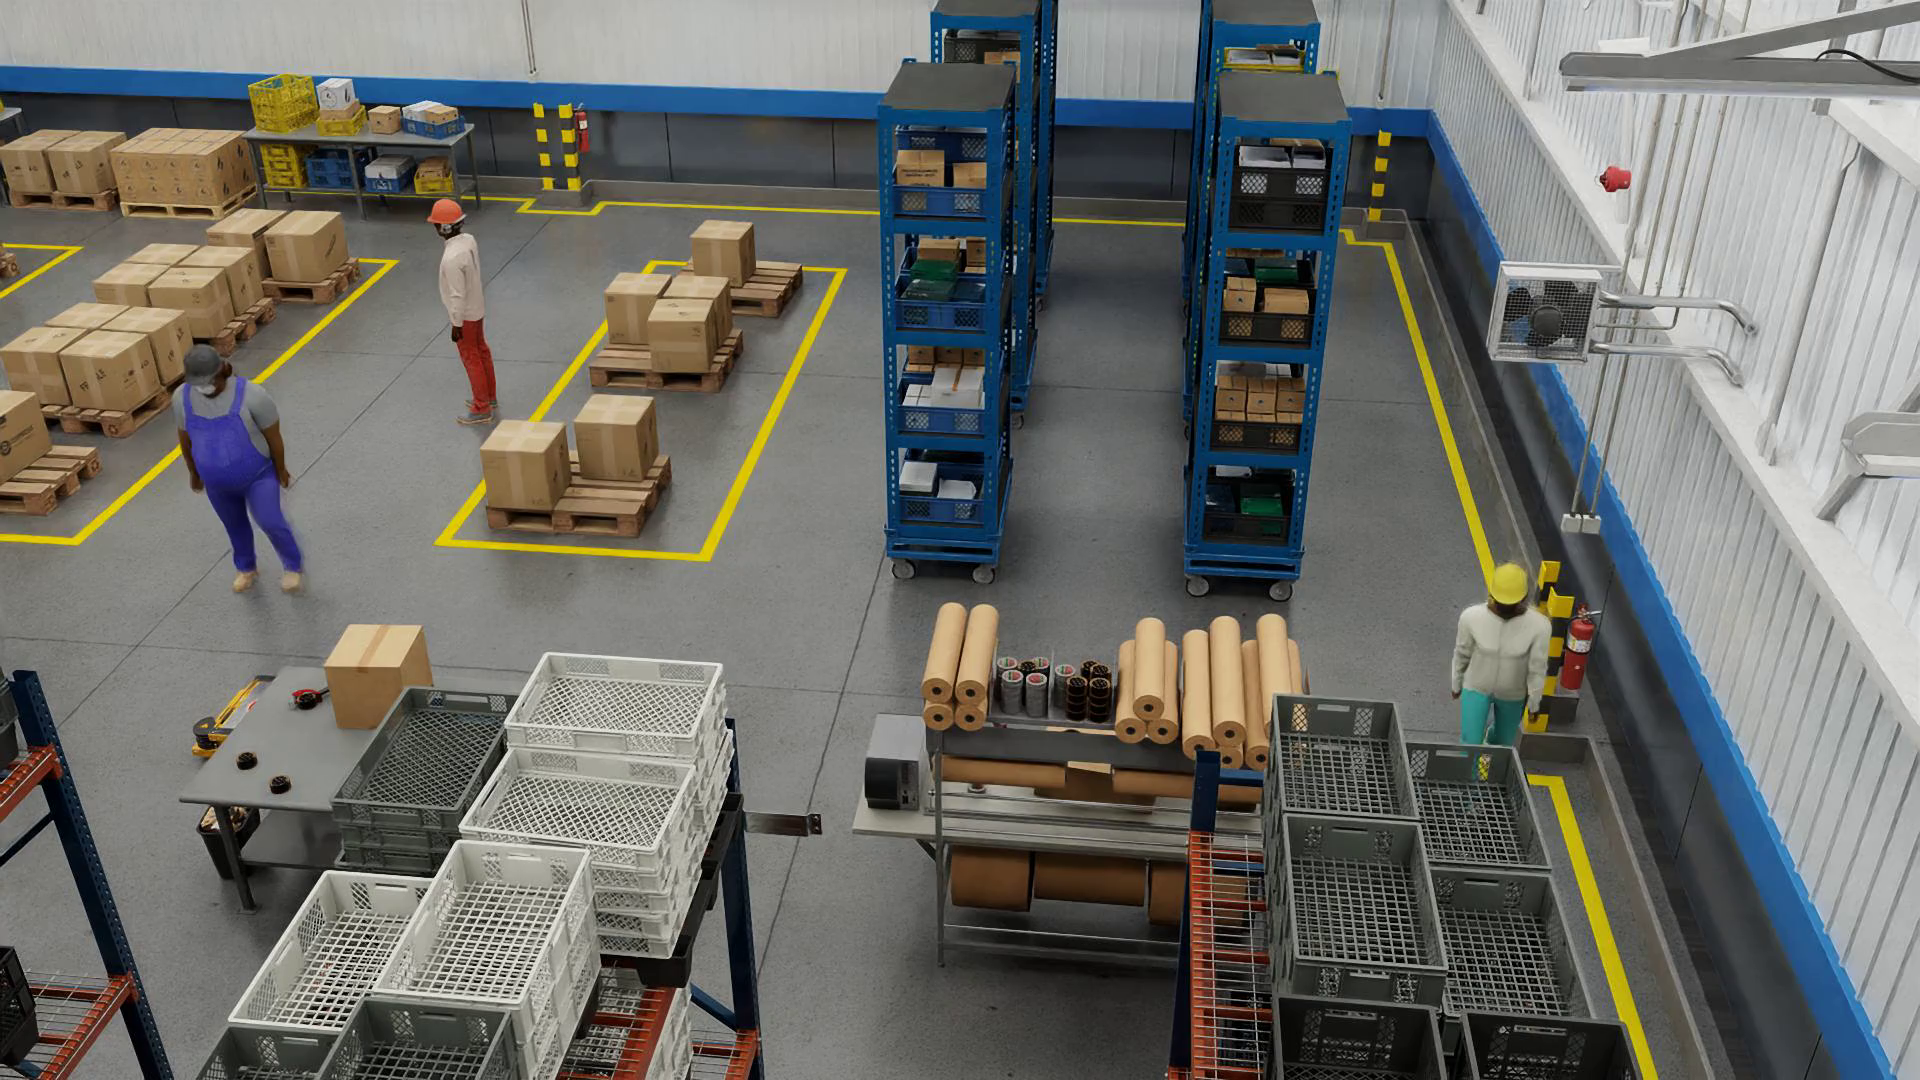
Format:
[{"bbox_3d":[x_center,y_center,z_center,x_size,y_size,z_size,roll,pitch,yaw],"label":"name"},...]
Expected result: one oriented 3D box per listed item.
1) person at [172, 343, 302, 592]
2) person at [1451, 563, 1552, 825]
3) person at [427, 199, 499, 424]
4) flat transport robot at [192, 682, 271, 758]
[{"bbox_3d":[-5.158,-0.511,11.791,0.704,2.000,0.540,2,30,3],"label":"person"},{"bbox_3d":[3.141,0.829,9.783,0.523,1.735,0.771,7,31,12],"label":"person"},{"bbox_3d":[-4.277,-1.971,14.343,0.379,1.993,0.620,0,30,0],"label":"person"},{"bbox_3d":[-4.089,1.163,10.648,1.431,0.197,0.652,3,30,6],"label":"flat transport robot"}]
